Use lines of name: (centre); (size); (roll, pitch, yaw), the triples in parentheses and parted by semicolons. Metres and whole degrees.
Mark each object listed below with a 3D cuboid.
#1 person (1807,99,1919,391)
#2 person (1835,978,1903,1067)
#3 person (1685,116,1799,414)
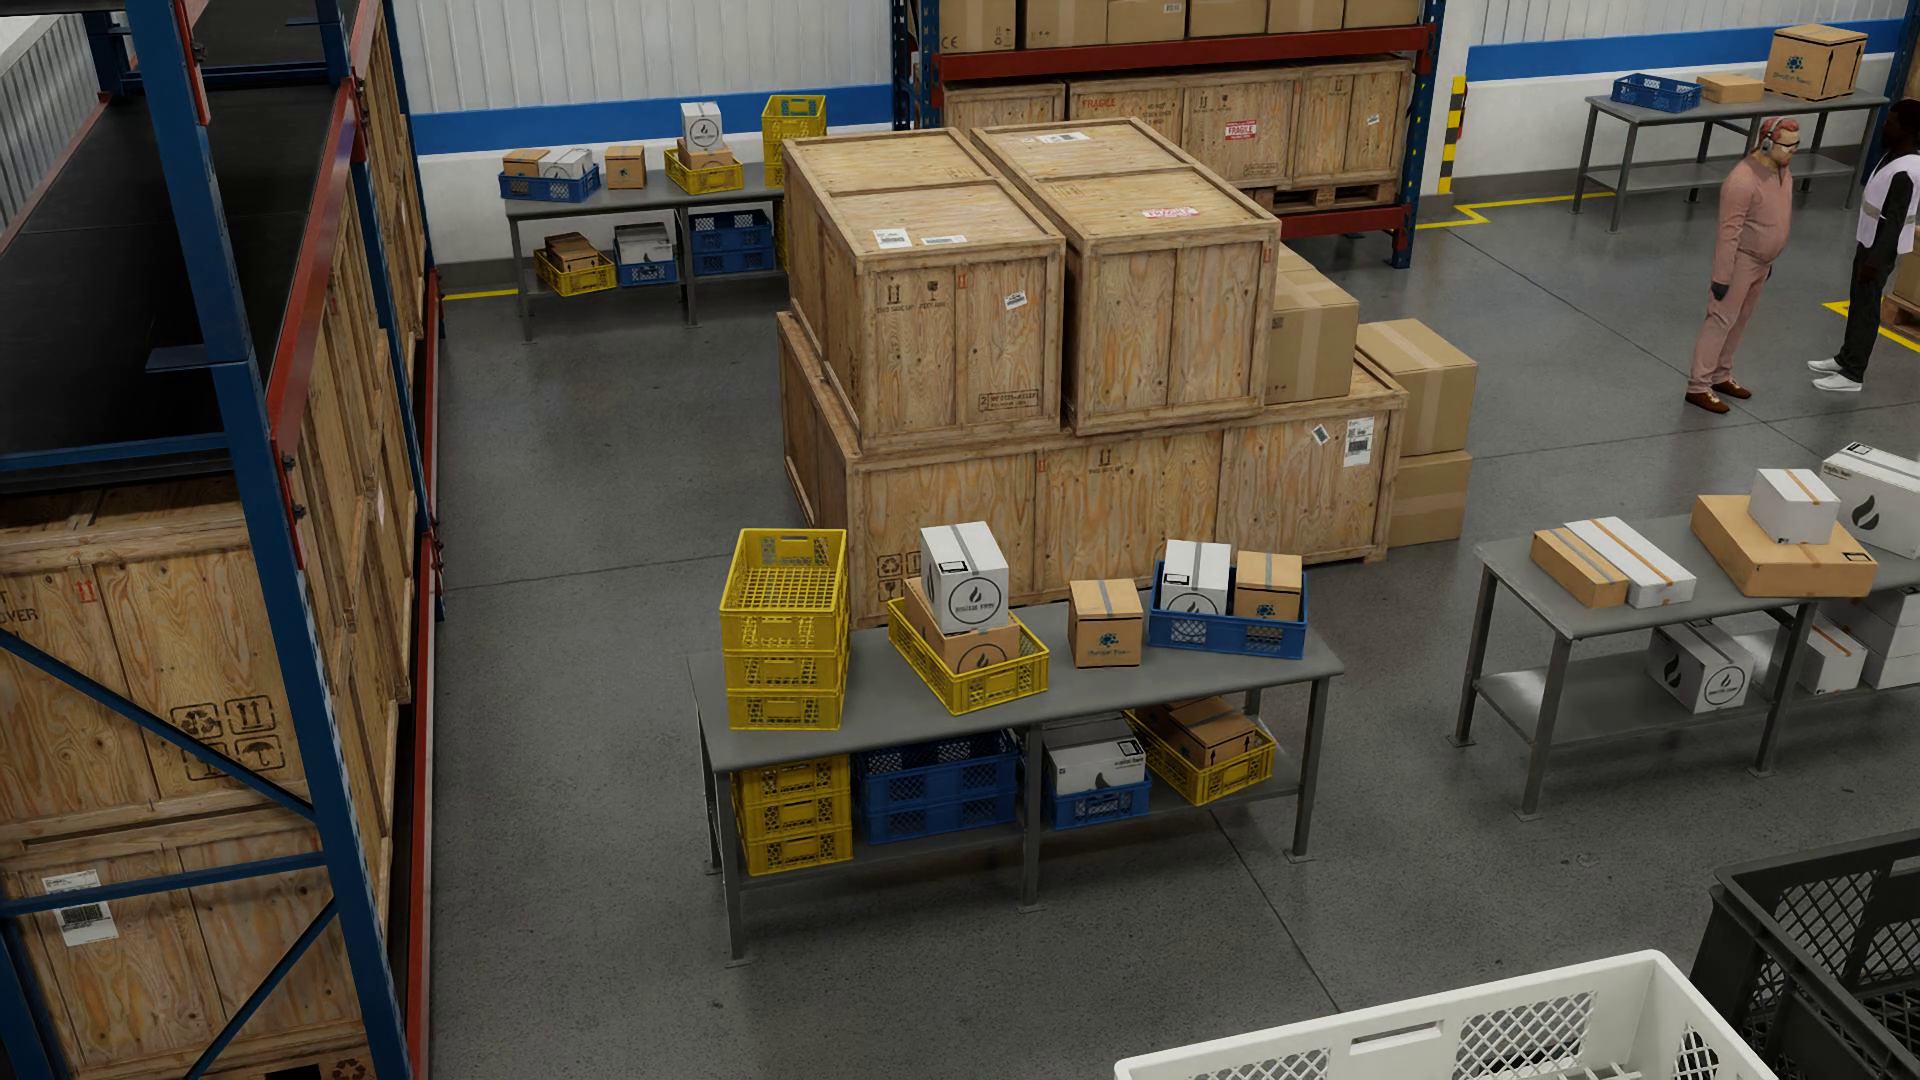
person: (5.990, -1.912, 10.864); (0.392, 1.919, 0.591); (10, 30, 18)
person: (2.043, 1.817, 4.174); (0.429, 1.845, 0.627); (-20, 35, -32)
person: (5.014, -1.754, 10.602); (0.634, 1.899, 0.404); (-24, 37, -36)
